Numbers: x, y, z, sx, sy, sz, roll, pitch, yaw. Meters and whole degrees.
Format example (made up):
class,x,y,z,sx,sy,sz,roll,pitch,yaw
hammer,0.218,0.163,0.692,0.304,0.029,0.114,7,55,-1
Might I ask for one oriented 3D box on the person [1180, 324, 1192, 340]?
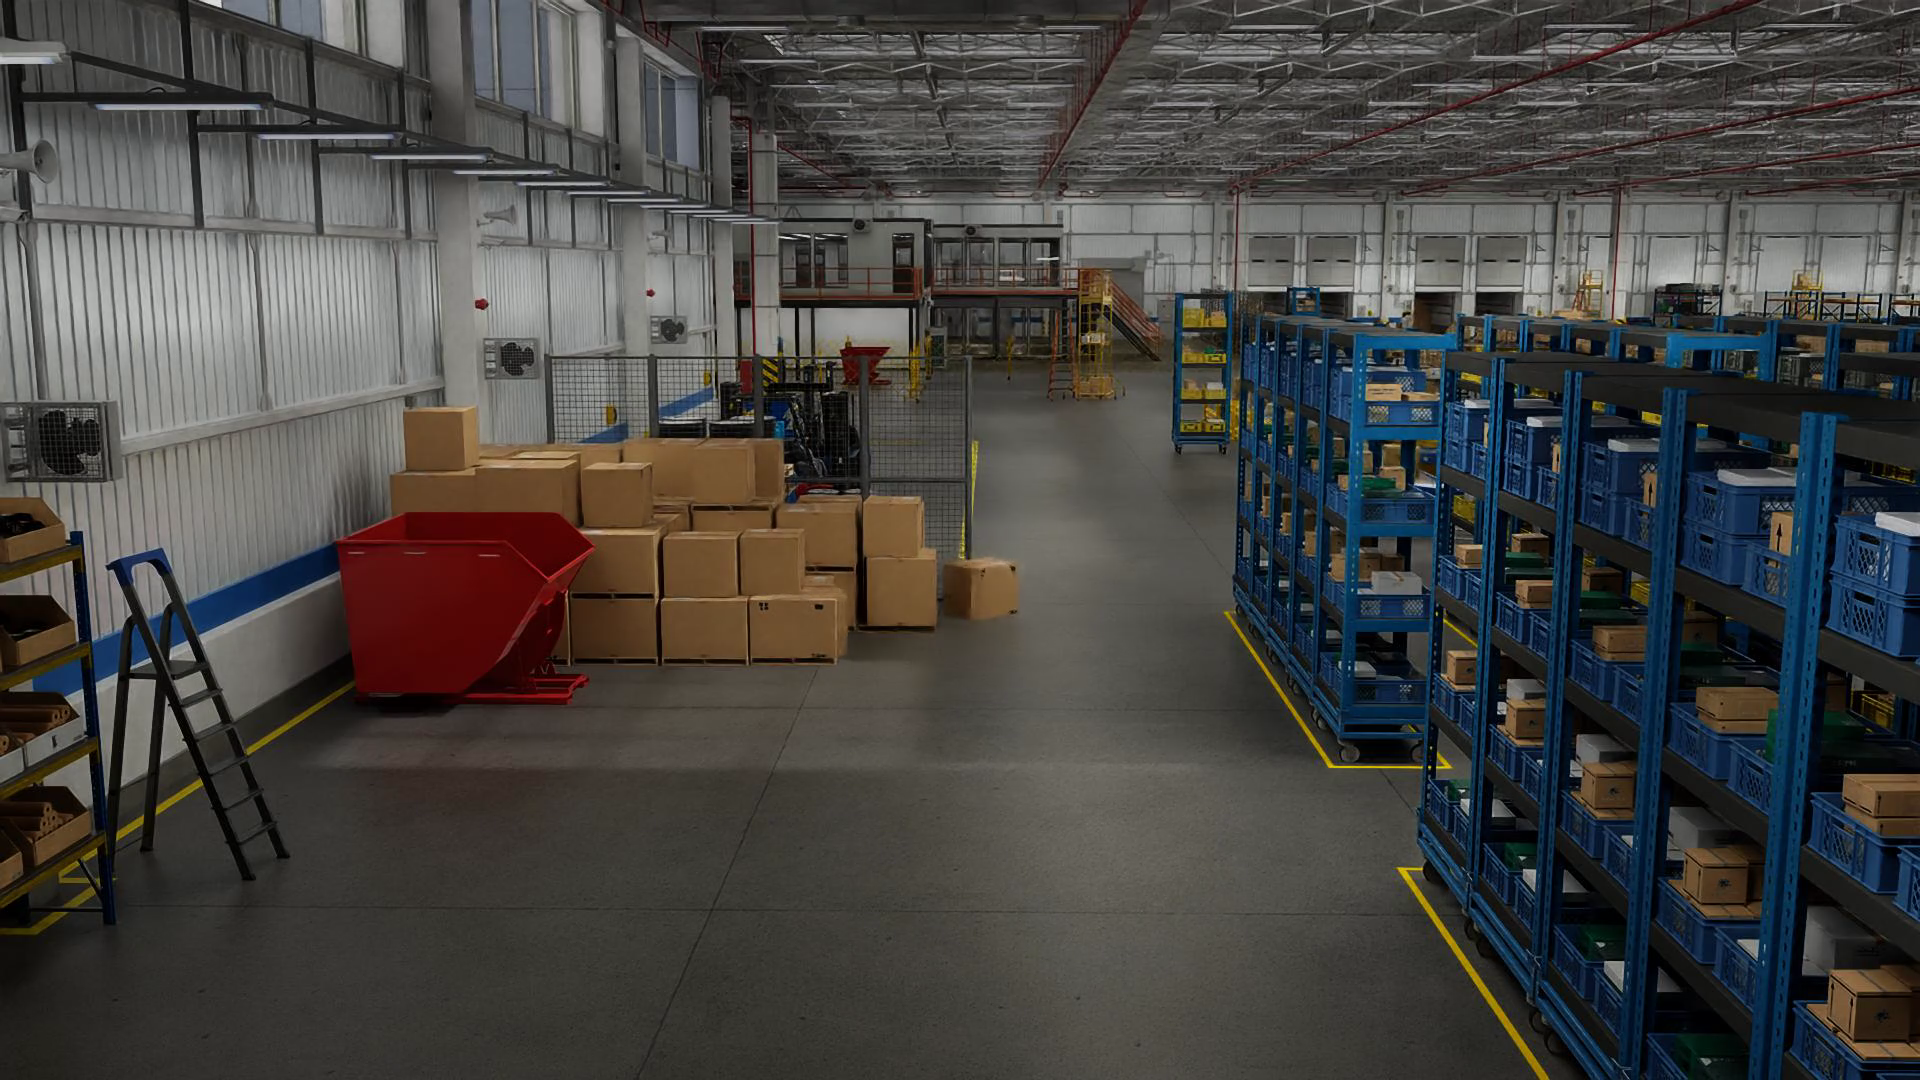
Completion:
class,x,y,z,sx,sy,sz,roll,pitch,yaw
person,13.244,-12.623,97.732,0.906,1.807,0.620,2,9,9

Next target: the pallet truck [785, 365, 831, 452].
class,x,y,z,sx,sy,sz,roll,pitch,yaw
pallet truck,-3.774,-2.976,37.635,1.885,1.965,0.823,1,9,5

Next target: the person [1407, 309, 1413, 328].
class,x,y,z,sx,sy,sz,roll,pitch,yaw
person,25.540,-12.163,94.567,0.391,1.918,0.588,9,13,43

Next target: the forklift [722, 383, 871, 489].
class,x,y,z,sx,sy,sz,roll,pitch,yaw
forklift,-2.893,-1.687,28.729,2.680,1.987,1.157,0,9,-1

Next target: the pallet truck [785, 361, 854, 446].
class,x,y,z,sx,sy,sz,roll,pitch,yaw
pallet truck,-3.410,-3.193,38.978,1.885,1.965,0.823,0,9,-1

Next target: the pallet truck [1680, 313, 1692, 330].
class,x,y,z,sx,sy,sz,roll,pitch,yaw
pallet truck,36.315,-10.531,84.244,0.823,1.965,1.885,-6,11,-33

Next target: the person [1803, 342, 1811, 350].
class,x,y,z,sx,sy,sz,roll,pitch,yaw
person,29.769,-6.185,58.703,0.858,1.591,0.515,2,9,13

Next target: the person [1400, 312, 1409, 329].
class,x,y,z,sx,sy,sz,roll,pitch,yaw
person,24.162,-11.467,90.513,0.570,1.886,0.449,-2,10,-14

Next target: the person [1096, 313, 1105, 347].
class,x,y,z,sx,sy,sz,roll,pitch,yaw
person,7.512,-11.377,89.901,0.607,1.856,0.762,-8,12,-39

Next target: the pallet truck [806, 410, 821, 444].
class,x,y,z,sx,sy,sz,roll,pitch,yaw
pallet truck,-3.559,-2.018,33.905,1.522,1.261,0.704,0,9,-1

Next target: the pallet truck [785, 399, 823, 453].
class,x,y,z,sx,sy,sz,roll,pitch,yaw
pallet truck,-3.814,-2.432,36.419,1.630,1.274,0.653,0,9,1

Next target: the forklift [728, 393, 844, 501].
class,x,y,z,sx,sy,sz,roll,pitch,yaw
forklift,-2.979,-1.316,26.476,2.680,1.987,1.157,0,9,1

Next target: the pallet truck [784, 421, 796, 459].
class,x,y,z,sx,sy,sz,roll,pitch,yaw
pallet truck,-4.013,-1.793,32.705,1.601,1.201,0.680,0,9,1

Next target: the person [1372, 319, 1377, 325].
class,x,y,z,sx,sy,sz,roll,pitch,yaw
person,19.178,-9.308,77.159,0.959,1.837,0.598,-7,11,-35

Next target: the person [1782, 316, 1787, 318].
class,x,y,z,sx,sy,sz,roll,pitch,yaw
person,40.723,-10.133,82.095,0.645,1.907,0.695,3,10,18

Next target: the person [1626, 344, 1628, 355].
class,x,y,z,sx,sy,sz,roll,pitch,yaw
person,25.632,-7.198,64.143,0.403,1.846,0.560,2,9,11

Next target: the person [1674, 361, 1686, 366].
class,x,y,z,sx,sy,sz,roll,pitch,yaw
person,17.028,-3.305,39.526,0.392,2.041,0.615,-2,9,-9

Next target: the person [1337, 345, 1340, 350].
class,x,y,z,sx,sy,sz,roll,pitch,yaw
person,14.892,-7.554,66.165,0.449,1.902,0.598,4,10,22

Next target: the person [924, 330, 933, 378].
class,x,y,z,sx,sy,sz,roll,pitch,yaw
person,-1.221,-7.147,63.862,0.351,1.836,0.505,4,10,21

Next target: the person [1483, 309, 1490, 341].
class,x,y,z,sx,sy,sz,roll,pitch,yaw
person,30.730,-12.507,96.908,0.430,1.845,0.622,-1,9,-8
